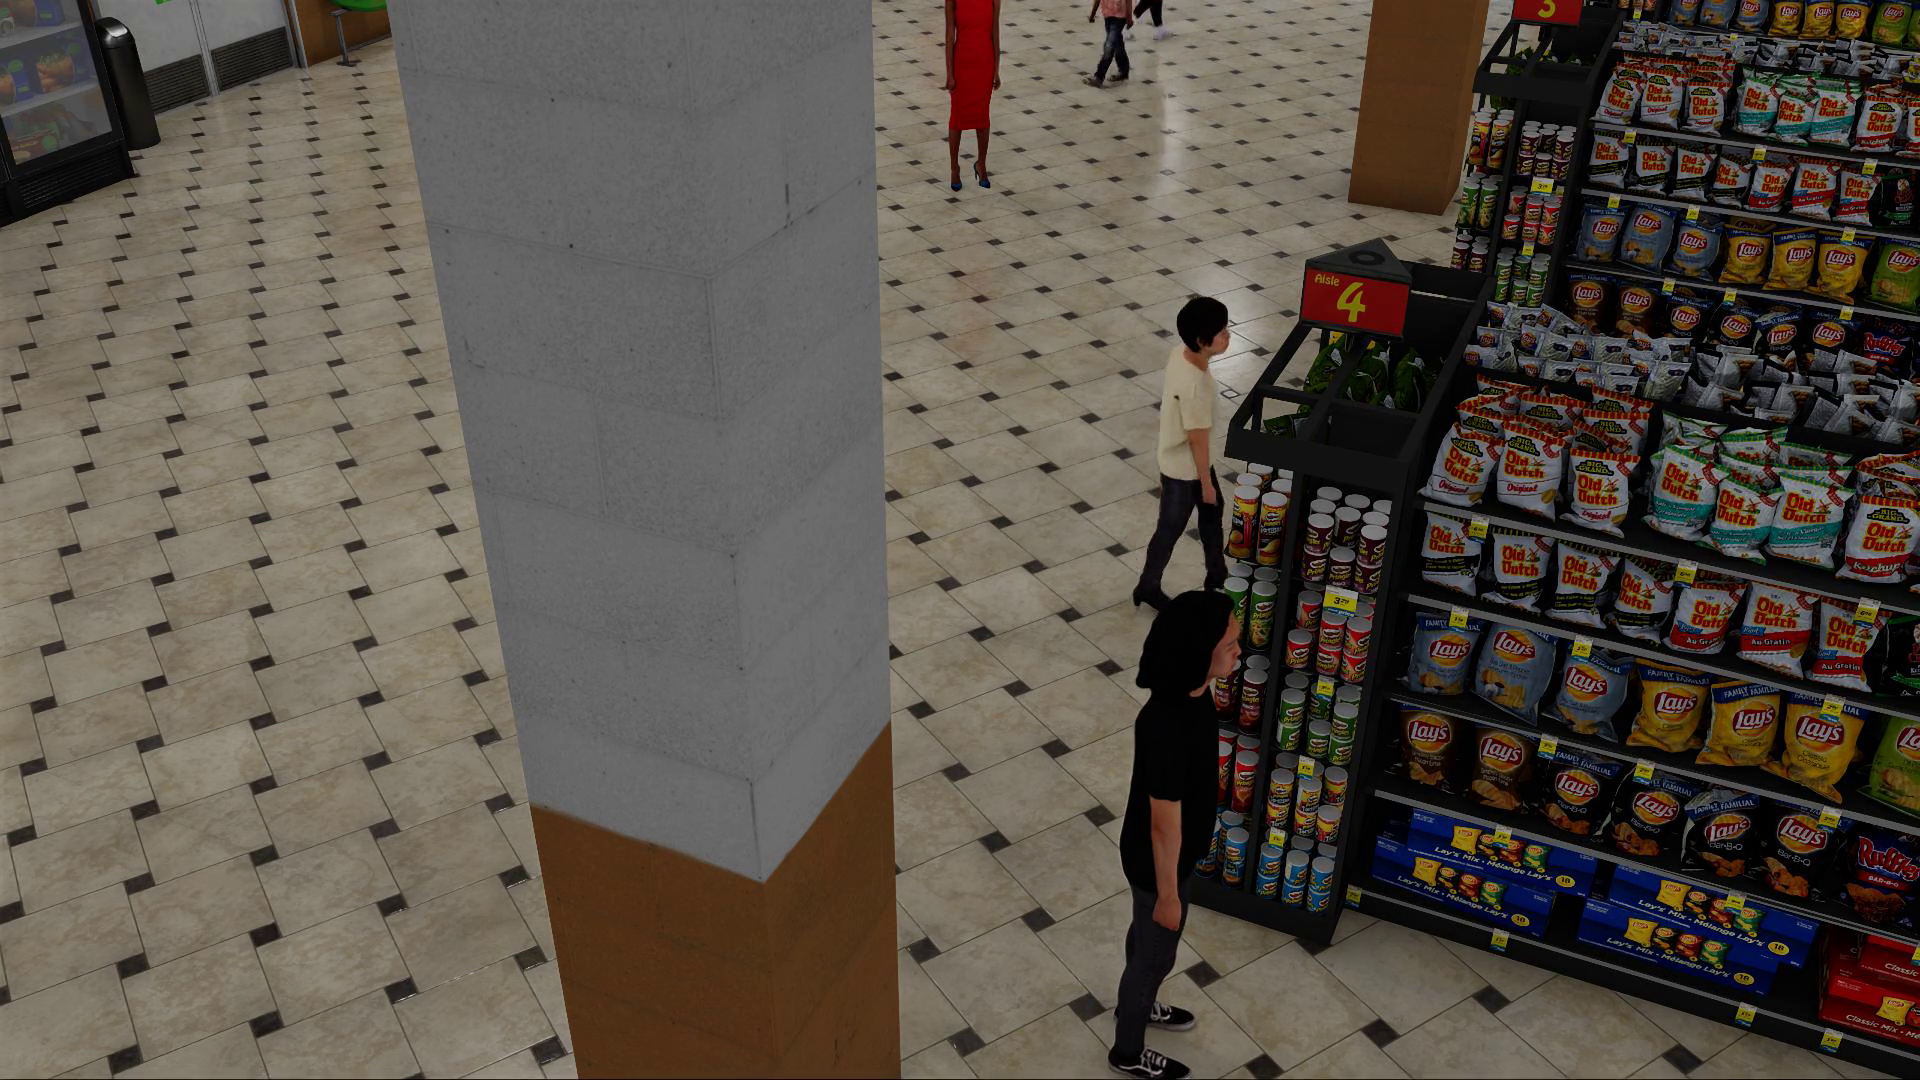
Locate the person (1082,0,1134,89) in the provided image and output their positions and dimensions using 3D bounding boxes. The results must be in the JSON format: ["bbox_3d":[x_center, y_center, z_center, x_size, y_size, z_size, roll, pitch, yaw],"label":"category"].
[{"bbox_3d":[1.409,-4.602,14.475,0.824,1.284,0.842,-20,37,-29],"label":"person"}]

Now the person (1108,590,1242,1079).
[{"bbox_3d":[0.620,0.921,5.086,0.569,1.826,0.649,9,33,13],"label":"person"}]

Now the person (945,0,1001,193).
[{"bbox_3d":[0.086,-3.435,12.169,0.627,1.739,0.706,-7,33,-12],"label":"person"}]

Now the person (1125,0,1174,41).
[{"bbox_3d":[1.794,-5.451,15.518,0.907,1.624,0.988,-25,40,-34],"label":"person"}]

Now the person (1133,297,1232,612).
[{"bbox_3d":[0.924,-0.329,7.338,0.897,1.569,0.773,0,32,-1],"label":"person"}]
